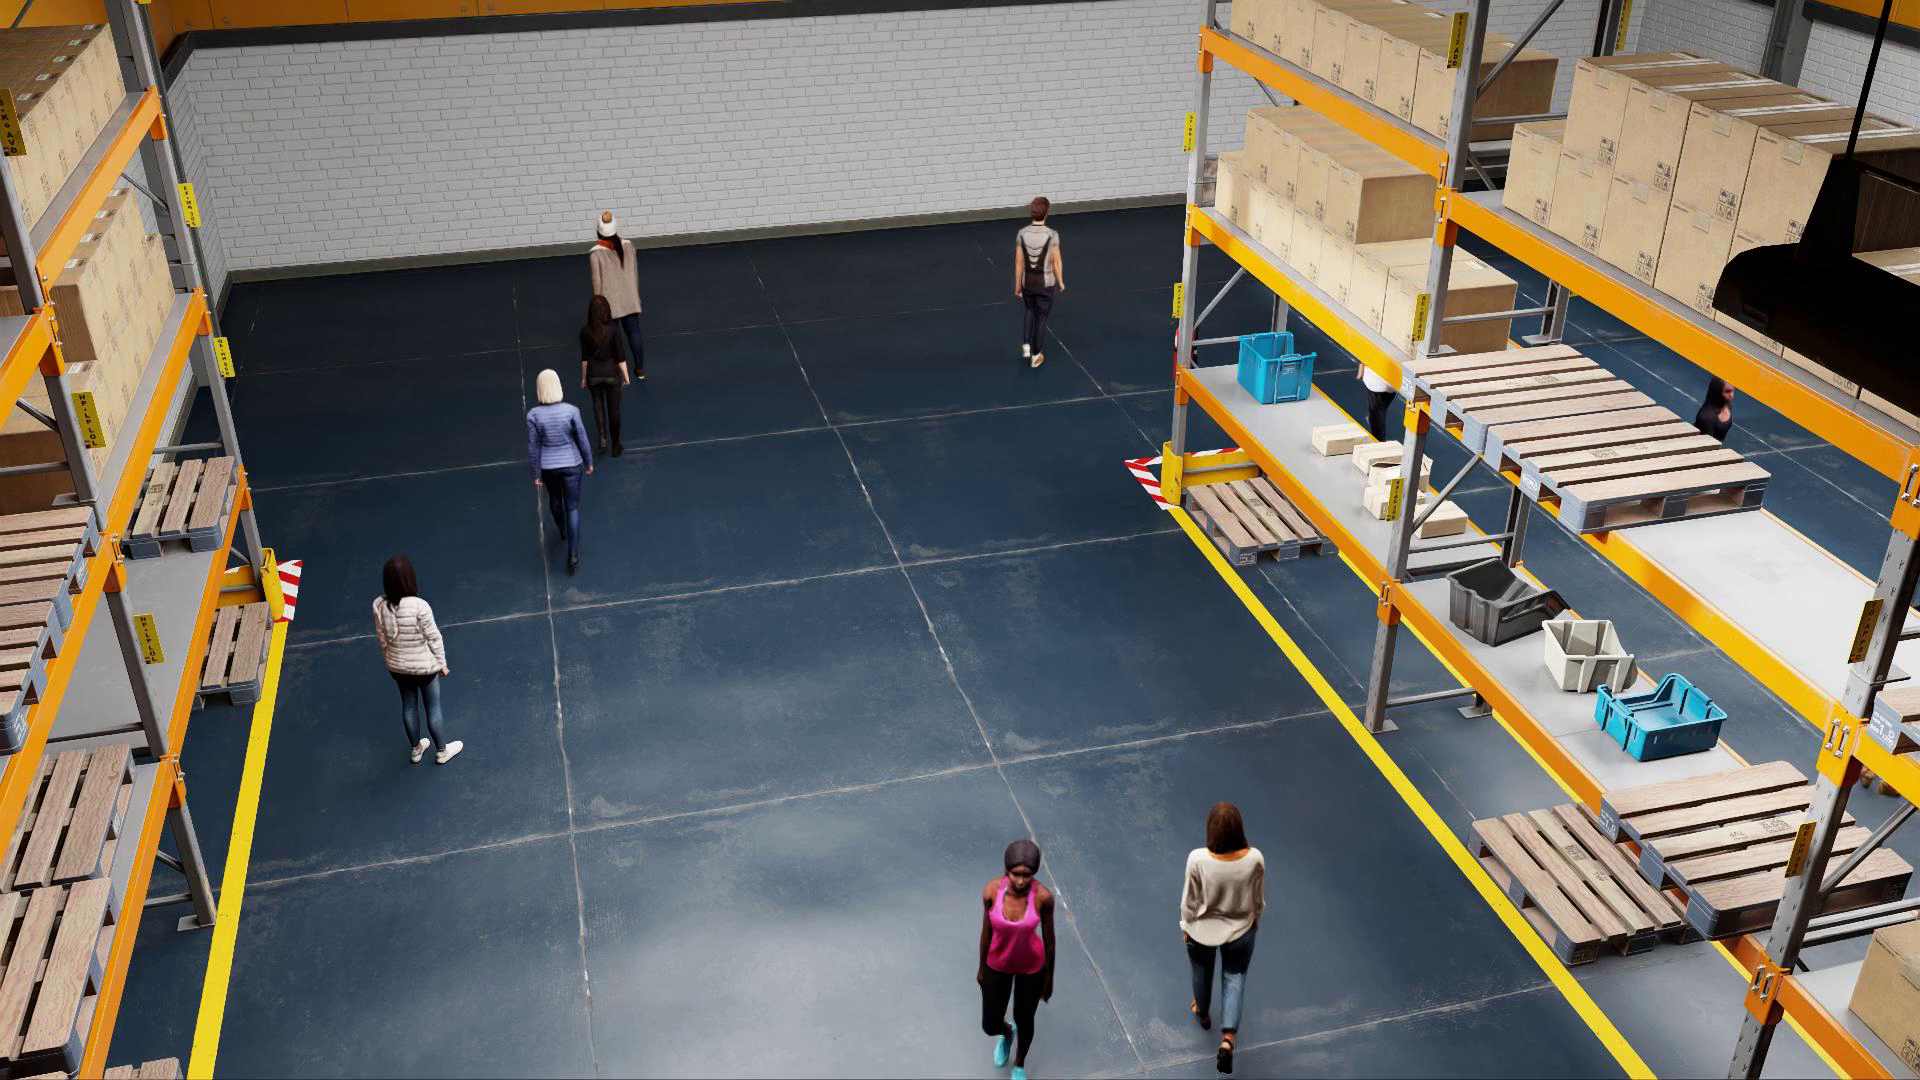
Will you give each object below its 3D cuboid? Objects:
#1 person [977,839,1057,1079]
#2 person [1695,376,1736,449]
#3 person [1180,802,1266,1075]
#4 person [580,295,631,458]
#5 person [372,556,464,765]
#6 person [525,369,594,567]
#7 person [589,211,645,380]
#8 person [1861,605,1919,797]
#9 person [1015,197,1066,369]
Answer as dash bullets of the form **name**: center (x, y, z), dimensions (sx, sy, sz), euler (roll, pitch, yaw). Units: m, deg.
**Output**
- **person**: center (0.312, 2.253, 8.992), dimensions (0.705, 1.711, 0.767), euler (5, 29, 9)
- **person**: center (6.306, -0.653, 14.345), dimensions (0.882, 1.686, 1.138), euler (-21, 35, -34)
- **person**: center (1.445, 2.193, 9.156), dimensions (0.828, 1.658, 1.028), euler (2, 29, 4)
- **person**: center (-3.441, -1.540, 16.028), dimensions (0.670, 1.633, 0.653), euler (-1, 29, -1)
- **person**: center (-3.825, 0.846, 11.649), dimensions (0.695, 1.637, 0.688), euler (5, 29, 9)
- **person**: center (-3.412, -0.587, 14.206), dimensions (0.753, 1.704, 1.146), euler (-4, 29, -7)
- **person**: center (-3.655, -2.592, 17.686), dimensions (0.781, 1.892, 0.771), euler (-17, 33, -28)
- **person**: center (6.430, 0.988, 11.360), dimensions (0.588, 1.663, 0.725), euler (20, 34, 32)
- **person**: center (0.826, -2.752, 17.991), dimensions (0.775, 1.881, 0.812), euler (10, 30, 17)
